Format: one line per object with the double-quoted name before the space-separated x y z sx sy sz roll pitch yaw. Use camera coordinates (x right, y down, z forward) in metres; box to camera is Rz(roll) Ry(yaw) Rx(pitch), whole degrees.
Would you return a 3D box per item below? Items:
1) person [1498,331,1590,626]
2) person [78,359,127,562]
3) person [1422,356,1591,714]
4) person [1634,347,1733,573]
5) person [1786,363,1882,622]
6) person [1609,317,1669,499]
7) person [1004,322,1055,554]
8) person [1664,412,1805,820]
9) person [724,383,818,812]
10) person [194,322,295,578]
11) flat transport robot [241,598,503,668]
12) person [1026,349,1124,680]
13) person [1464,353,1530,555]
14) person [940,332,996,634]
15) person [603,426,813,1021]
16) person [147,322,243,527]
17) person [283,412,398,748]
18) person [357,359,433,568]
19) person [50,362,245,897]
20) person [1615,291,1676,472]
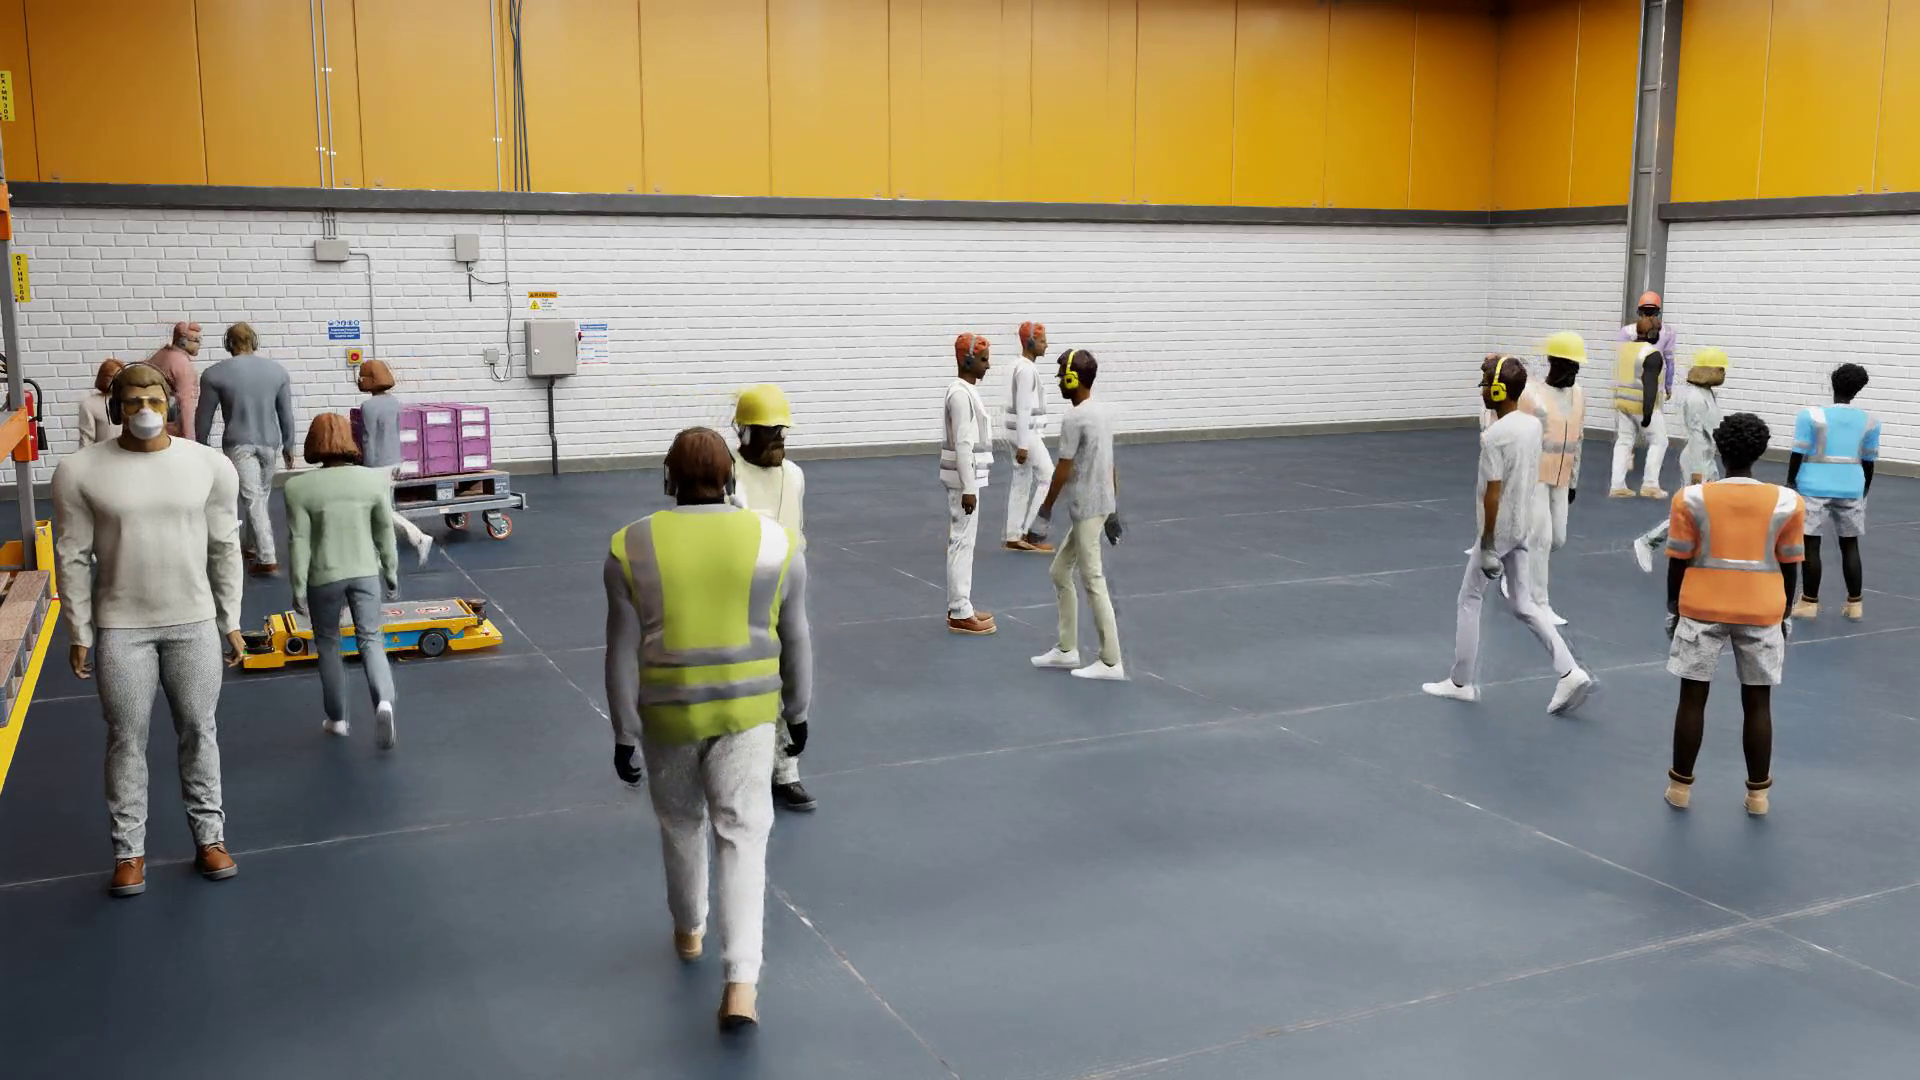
"person" 3.765 -0.424 10.870 0.624 1.898 0.691 -4 10 -26
"person" -6.433 -0.577 12.670 0.530 1.615 0.516 8 12 39
"person" 2.852 -0.026 8.563 0.525 1.843 0.860 -7 11 -37
"person" 5.340 -0.546 12.110 0.614 1.725 0.496 8 12 40
"person" 5.660 -0.293 10.754 0.603 1.673 0.327 0 9 2
"person" 6.850 -1.311 16.616 0.662 1.821 0.638 -2 9 -13
"person" 0.594 -0.808 13.352 0.526 1.870 0.580 -1 9 -7
"person" 3.211 0.314 6.938 0.536 1.689 0.324 3 10 20
"person" -0.902 0.230 7.048 0.652 1.810 0.590 8 12 42
"person" -5.386 -0.686 12.517 0.657 1.875 1.020 -8 12 -42
"flat transport robot" -3.517 0.539 9.916 1.431 0.197 0.652 -4 10 -25
"person" 0.610 -0.133 9.255 0.728 1.839 0.489 4 10 21
"person" 4.311 -0.665 13.183 0.451 1.624 0.531 0 9 -2
"person" 0.051 -0.357 10.481 0.356 1.887 0.573 0 9 0
"person" -0.768 0.546 5.159 0.642 1.806 0.953 -2 9 -11
"person" -6.734 -0.945 14.302 0.717 1.844 0.888 6 11 35
"person" -2.915 0.194 7.928 0.515 1.603 0.756 -6 11 -34
"person" -4.316 -0.558 12.573 0.640 1.615 0.503 1 9 8
"person" -2.955 0.319 6.120 0.632 1.940 0.368 -6 11 -31
"person" 7.755 -1.786 18.855 0.614 2.042 0.373 2 9 11
